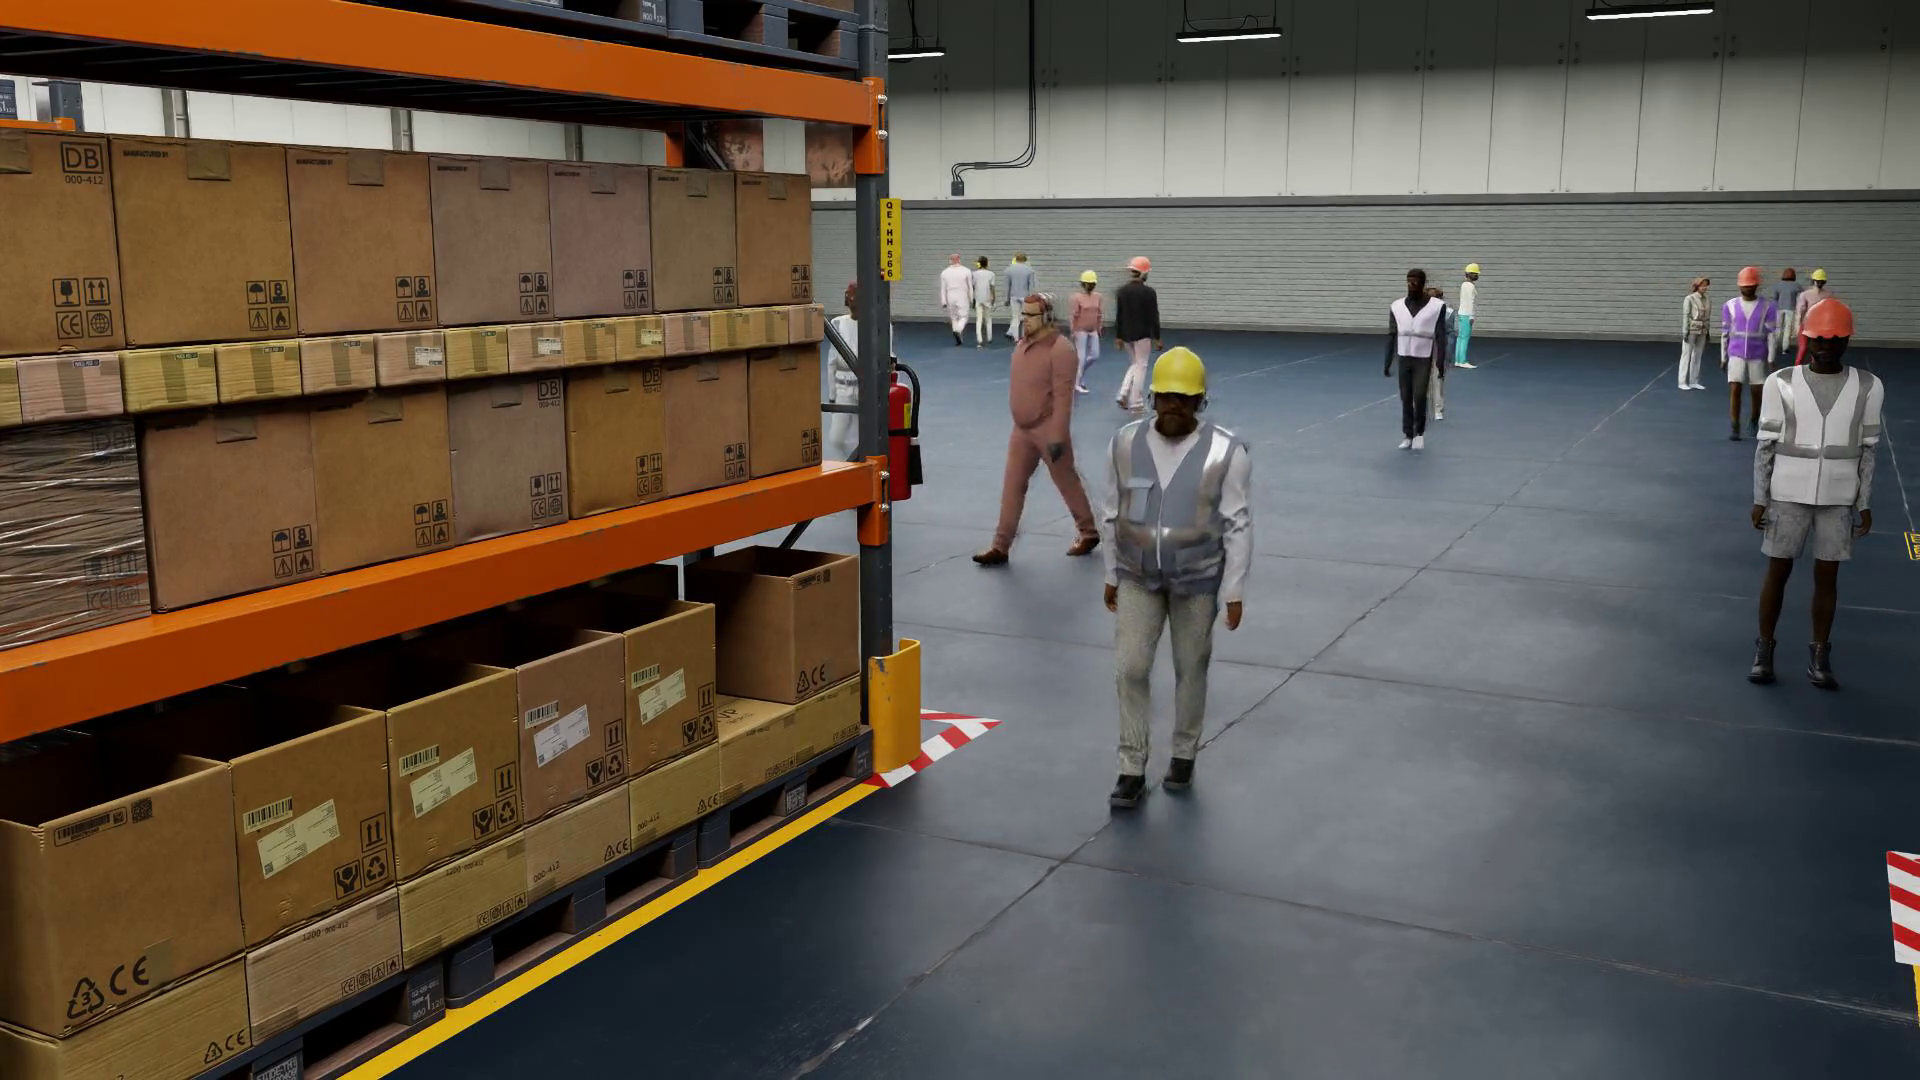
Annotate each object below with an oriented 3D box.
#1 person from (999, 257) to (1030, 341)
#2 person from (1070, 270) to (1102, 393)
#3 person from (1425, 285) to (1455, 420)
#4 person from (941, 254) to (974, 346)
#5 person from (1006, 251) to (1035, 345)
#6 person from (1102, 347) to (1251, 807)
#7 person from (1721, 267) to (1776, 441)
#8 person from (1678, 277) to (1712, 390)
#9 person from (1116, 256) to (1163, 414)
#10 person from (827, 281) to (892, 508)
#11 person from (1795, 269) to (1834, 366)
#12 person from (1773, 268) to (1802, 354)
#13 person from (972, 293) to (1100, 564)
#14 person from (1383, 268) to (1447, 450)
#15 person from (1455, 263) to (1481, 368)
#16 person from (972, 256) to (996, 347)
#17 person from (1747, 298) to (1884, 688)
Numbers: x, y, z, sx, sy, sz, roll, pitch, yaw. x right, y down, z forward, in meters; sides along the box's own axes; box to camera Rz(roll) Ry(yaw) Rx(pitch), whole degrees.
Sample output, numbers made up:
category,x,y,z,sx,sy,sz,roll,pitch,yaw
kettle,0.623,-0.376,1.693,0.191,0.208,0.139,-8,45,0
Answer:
category,x,y,z,sx,sy,sz,roll,pitch,yaw
person,1.248,-5.162,35.610,0.979,1.770,0.584,-6,12,-31
person,1.783,-2.978,23.754,0.560,1.750,0.535,-7,12,-32
person,5.752,-2.283,20.289,0.522,1.640,0.306,4,11,22
person,-0.068,-4.850,33.660,0.687,1.873,0.729,3,11,17
person,1.236,-4.962,34.126,0.642,1.920,0.481,3,11,15
person,0.818,0.156,6.518,0.616,1.803,0.765,4,11,20
person,8.684,-2.050,18.326,0.575,1.905,0.727,6,12,31
person,10.708,-3.001,24.204,0.522,1.638,0.310,-5,11,-25
person,2.260,-2.567,20.930,0.447,1.979,0.618,-7,13,-35
person,-0.844,-1.178,13.604,0.616,1.874,0.497,4,11,21
person,13.203,-3.325,25.741,0.540,1.722,0.908,2,11,9
person,15.713,-4.346,31.579,0.373,1.628,0.517,-10,14,-42
person,0.581,-0.761,11.437,1.046,1.859,0.653,-8,13,-36
person,4.727,-1.879,17.372,0.615,1.897,0.535,7,13,34
person,8.608,-3.791,28.175,0.329,1.765,0.526,0,10,1
person,0.482,-4.827,33.685,0.516,1.816,0.928,1,10,7
person,4.229,-0.222,8.237,0.551,1.935,0.375,4,11,20
